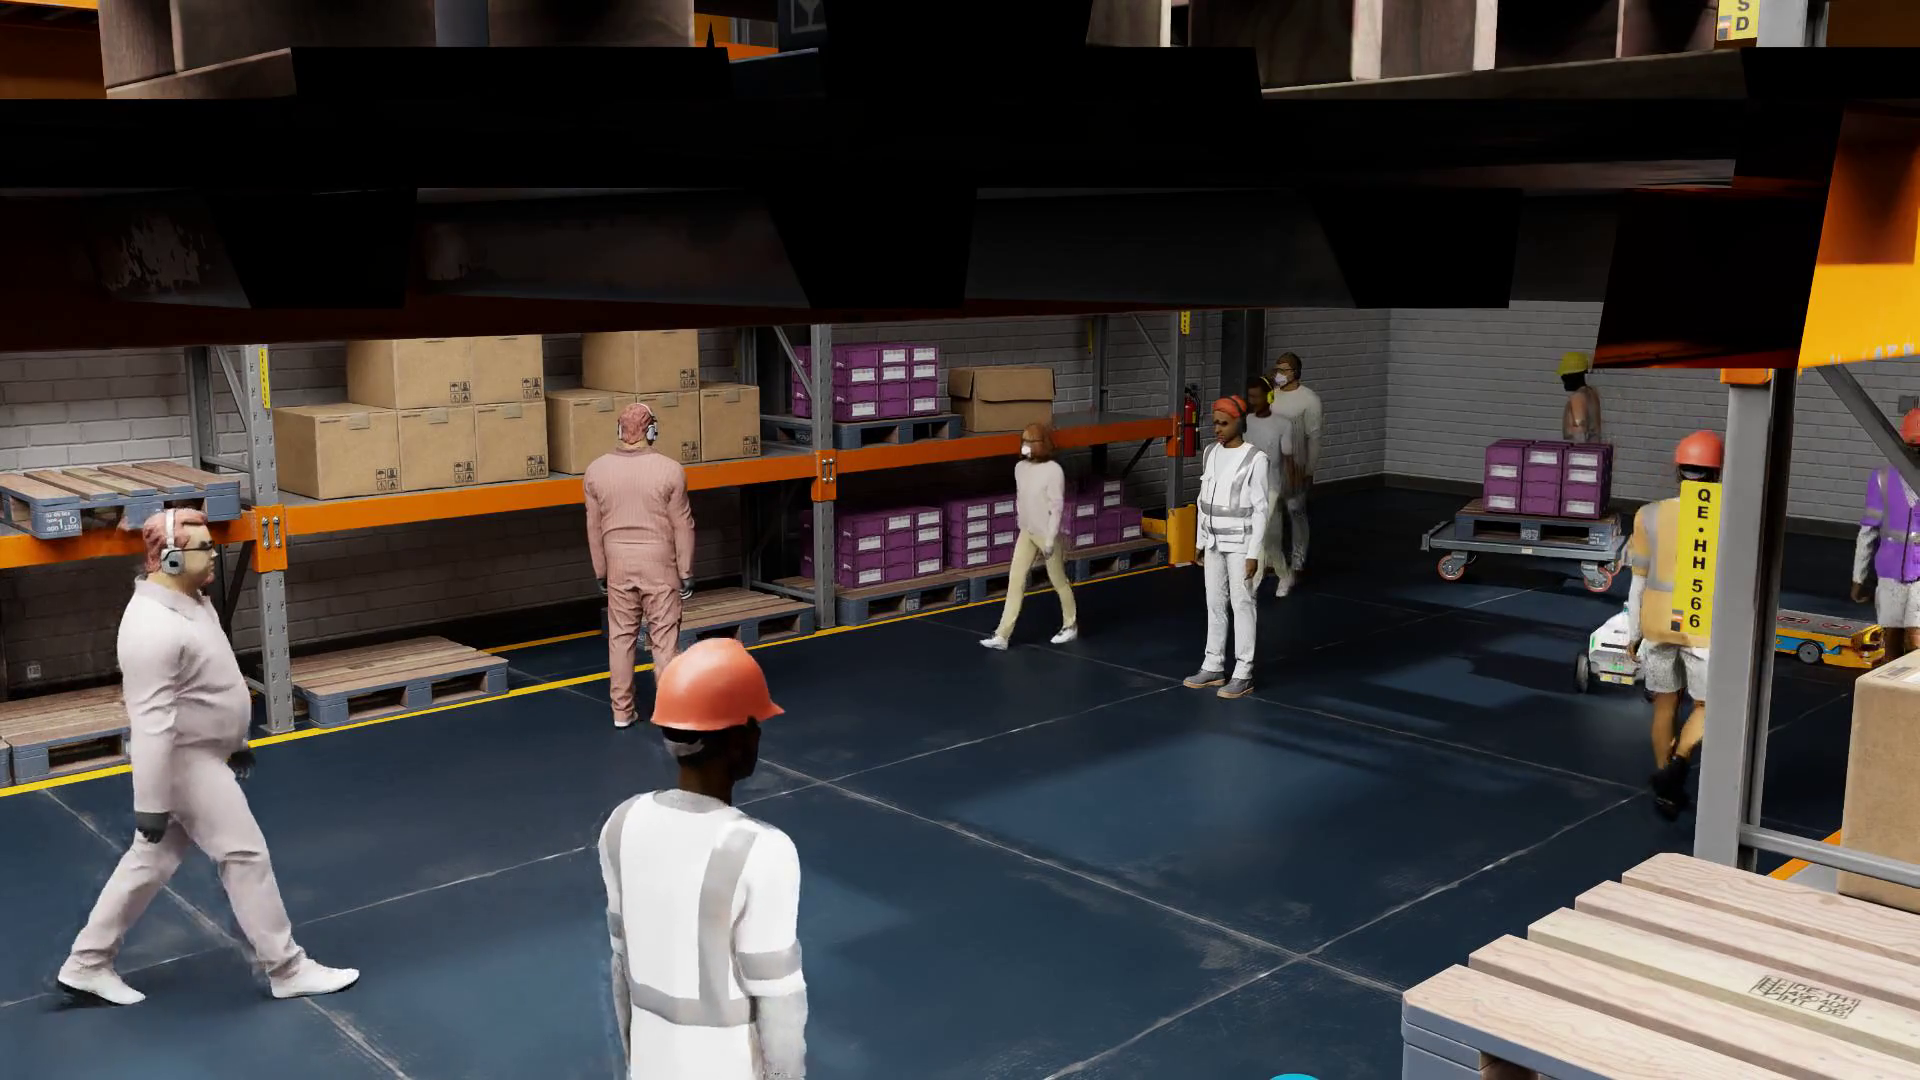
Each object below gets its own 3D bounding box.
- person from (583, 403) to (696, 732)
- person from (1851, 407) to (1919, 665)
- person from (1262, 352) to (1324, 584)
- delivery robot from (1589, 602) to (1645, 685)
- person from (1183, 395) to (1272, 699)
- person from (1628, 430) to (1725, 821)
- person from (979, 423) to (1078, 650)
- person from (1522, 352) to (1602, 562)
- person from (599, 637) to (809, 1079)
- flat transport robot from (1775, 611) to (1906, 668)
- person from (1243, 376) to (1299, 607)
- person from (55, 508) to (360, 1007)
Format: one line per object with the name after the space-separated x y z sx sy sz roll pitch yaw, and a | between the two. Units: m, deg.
-1.819 0.161 9.593 0.643 1.908 0.411 2 10 11 | person
5.316 0.197 9.338 0.558 1.915 0.579 -8 13 -40 | person
2.738 -0.604 13.974 0.372 1.940 0.631 -9 13 -43 | person
4.225 0.634 10.495 0.477 0.478 0.707 7 12 34 | delivery robot
1.672 0.037 10.375 0.356 1.887 0.573 -6 12 -33 | person
3.460 0.434 7.972 0.553 1.917 0.630 7 12 37 | person
0.530 -0.025 11.594 0.850 1.580 0.518 -8 13 -40 | person
5.423 -0.739 14.913 0.898 1.878 0.621 6 11 32 | person
-0.565 1.172 3.627 0.568 1.920 0.518 8 12 38 | person
5.708 0.636 11.589 0.652 0.197 1.431 -9 13 -42 | flat transport robot
2.422 -0.392 13.109 0.509 1.822 0.974 10 14 44 | person
-2.808 0.800 6.005 1.017 1.863 0.643 -4 10 -21 | person
